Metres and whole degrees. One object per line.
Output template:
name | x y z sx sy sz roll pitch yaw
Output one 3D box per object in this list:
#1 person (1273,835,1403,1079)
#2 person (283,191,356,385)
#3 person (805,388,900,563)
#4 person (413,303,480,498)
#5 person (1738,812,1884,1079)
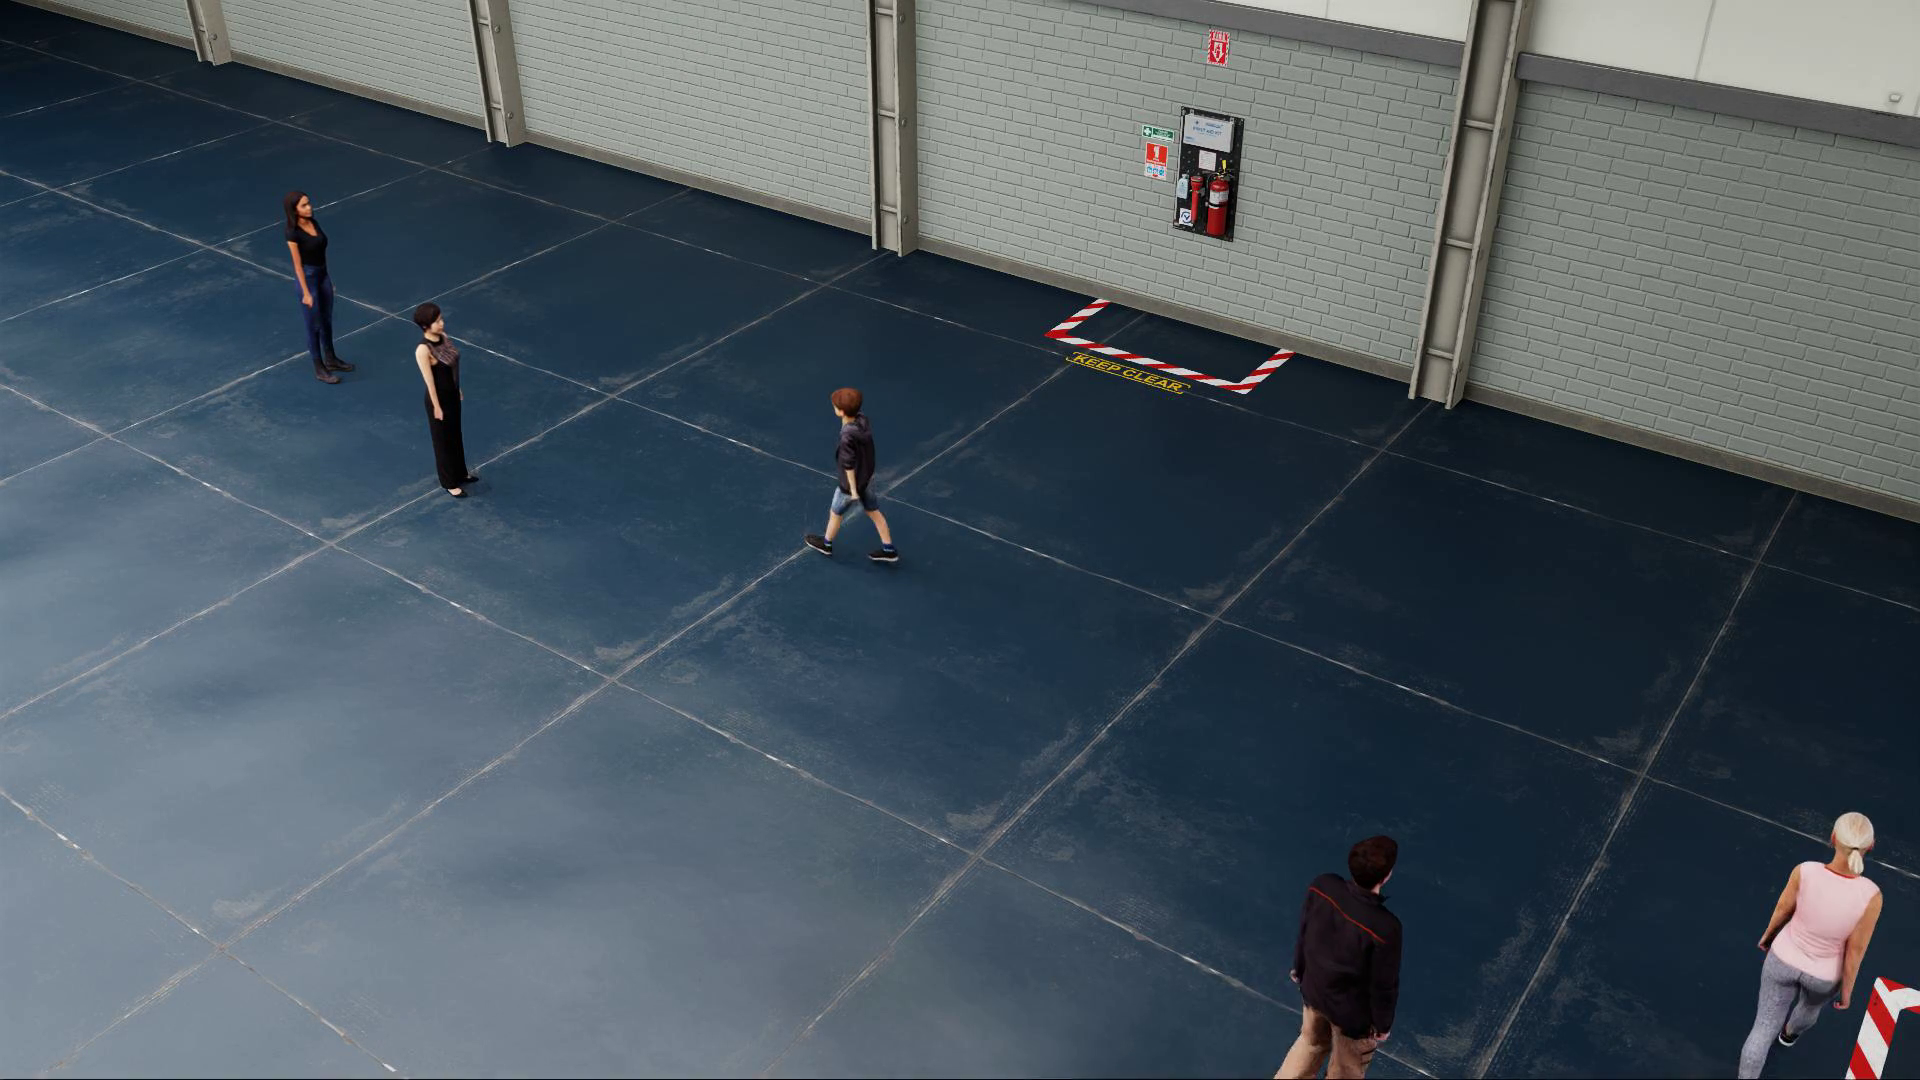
person | 1.678 2.129 7.590 0.885 1.912 0.873 -25 40 -34
person | -5.718 -2.255 14.701 0.639 1.739 0.636 7 33 12
person | -0.705 -0.437 12.126 1.007 1.413 0.642 14 35 21
person | -4.051 -1.109 13.011 0.652 1.604 0.650 4 32 6
person | 3.994 2.093 7.879 1.044 1.664 0.664 19 37 27
